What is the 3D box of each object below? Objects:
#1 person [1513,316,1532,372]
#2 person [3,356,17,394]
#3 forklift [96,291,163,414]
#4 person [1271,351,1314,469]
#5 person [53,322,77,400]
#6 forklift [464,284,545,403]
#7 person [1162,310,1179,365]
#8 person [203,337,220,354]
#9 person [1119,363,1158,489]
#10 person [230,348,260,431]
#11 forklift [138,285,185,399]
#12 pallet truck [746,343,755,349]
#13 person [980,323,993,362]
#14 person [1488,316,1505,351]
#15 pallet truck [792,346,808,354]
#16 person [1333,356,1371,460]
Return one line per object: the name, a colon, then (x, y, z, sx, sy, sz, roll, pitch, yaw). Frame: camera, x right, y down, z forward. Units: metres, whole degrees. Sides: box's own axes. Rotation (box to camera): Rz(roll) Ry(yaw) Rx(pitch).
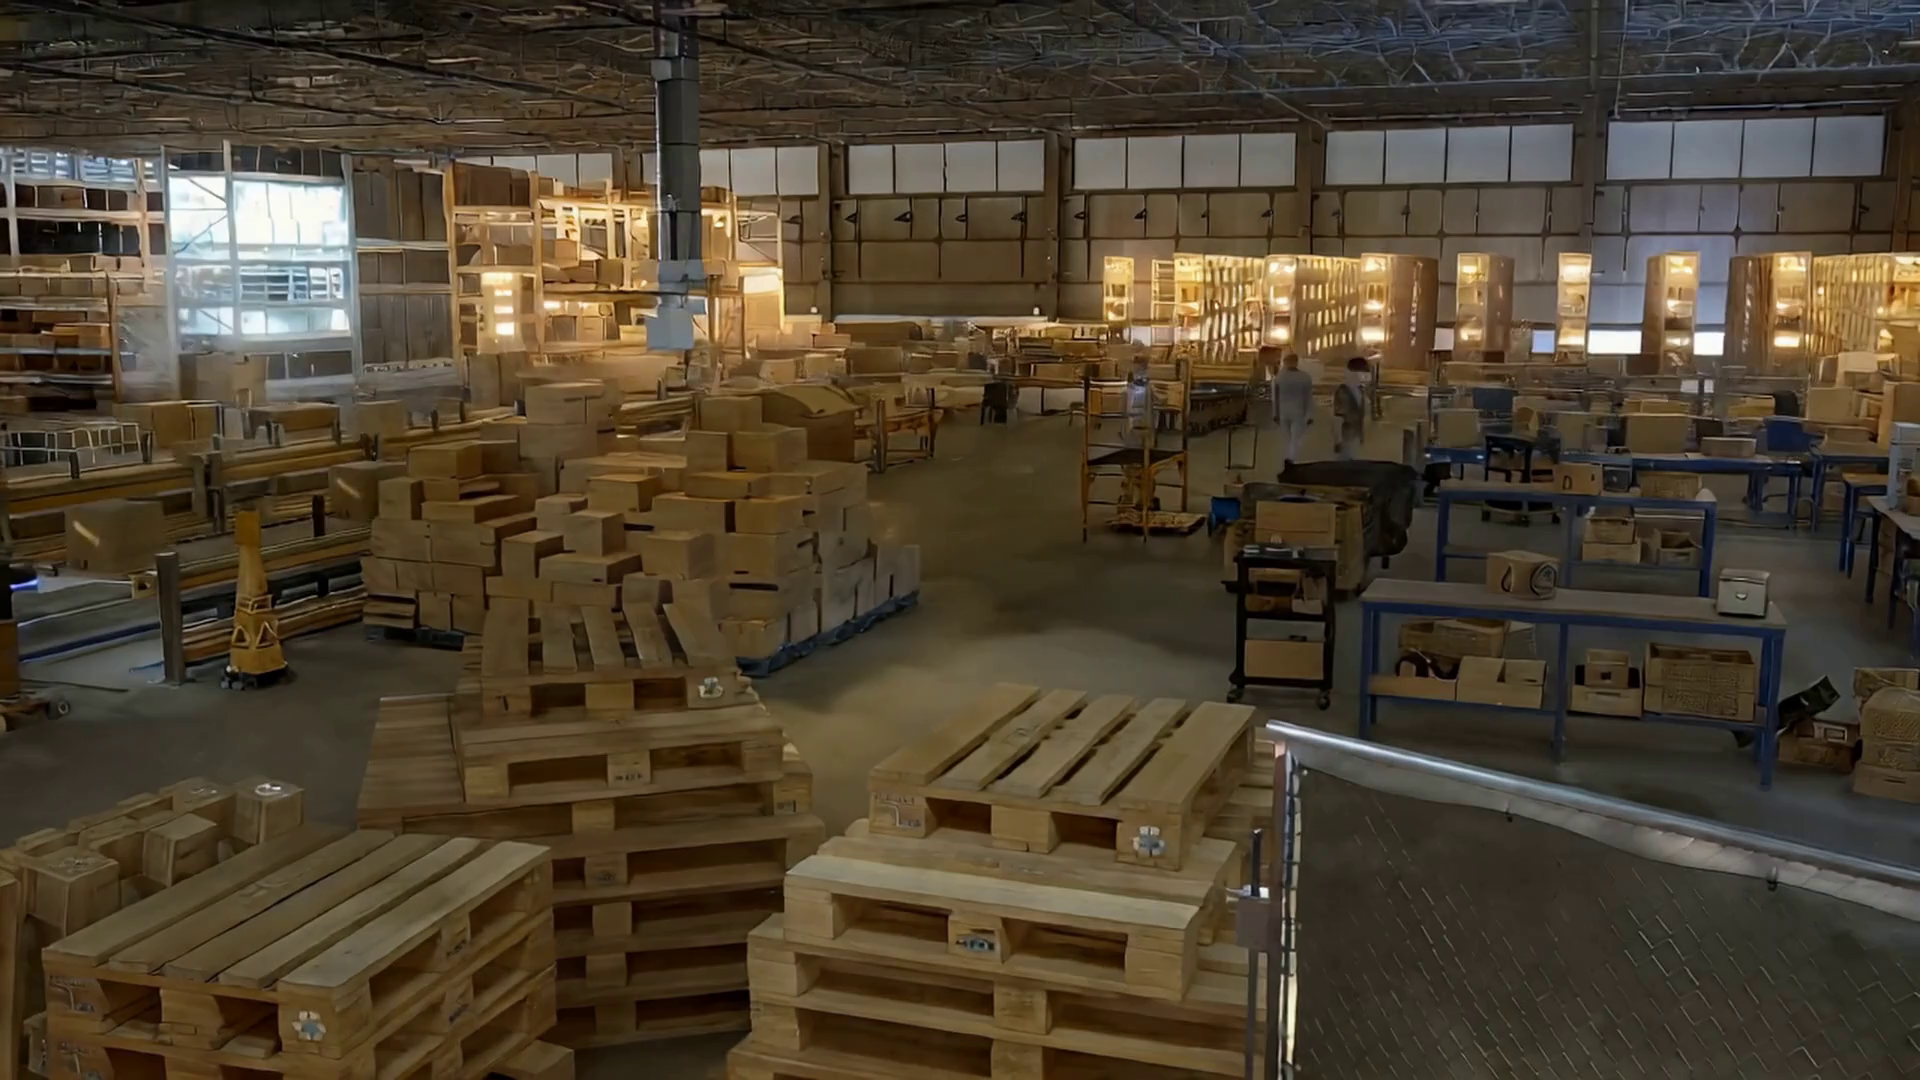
person: (16.937, -5.841, 50.147, 0.619, 1.807, 0.739, -3, 10, -18)
person: (-20.610, -3.480, 35.764, 0.856, 1.643, 0.551, 7, 12, 38)
forklift: (-17.716, -4.130, 36.021, 1.873, 2.768, 1.129, 3, 10, 20)
person: (5.063, -1.942, 25.427, 0.651, 1.883, 0.814, 5, 10, 27)
person: (-21.860, -4.335, 40.404, 0.665, 1.891, 0.554, 8, 12, 40)
forklift: (-10.832, -4.702, 39.610, 1.129, 2.768, 1.873, 3, 10, 20)
person: (6.705, -6.162, 51.680, 0.981, 1.946, 0.652, 2, 9, 12)
person: (-15.908, -3.510, 35.789, 0.578, 1.720, 0.801, 8, 12, 43)
person: (2.563, -1.648, 23.865, 0.606, 1.792, 0.915, 4, 10, 25)
person: (-13.899, -2.917, 32.360, 0.342, 1.621, 0.507, 6, 11, 32)
forklift: (-17.480, -4.200, 36.461, 1.873, 2.768, 1.129, 3, 10, 19)
pallet truck: (-6.183, -4.618, 44.264, 1.601, 1.201, 0.680, -9, 12, -43)
person: (0.661, -5.029, 45.238, 0.784, 1.744, 0.529, 6, 11, 31)
person: (16.241, -5.918, 50.574, 0.615, 1.817, 0.639, -3, 10, -20)
pallet truck: (-3.705, -4.298, 42.022, 0.653, 1.274, 1.630, 3, 10, 20)
person: (4.908, -1.308, 20.967, 0.644, 2.028, 0.506, -9, 12, -43)
